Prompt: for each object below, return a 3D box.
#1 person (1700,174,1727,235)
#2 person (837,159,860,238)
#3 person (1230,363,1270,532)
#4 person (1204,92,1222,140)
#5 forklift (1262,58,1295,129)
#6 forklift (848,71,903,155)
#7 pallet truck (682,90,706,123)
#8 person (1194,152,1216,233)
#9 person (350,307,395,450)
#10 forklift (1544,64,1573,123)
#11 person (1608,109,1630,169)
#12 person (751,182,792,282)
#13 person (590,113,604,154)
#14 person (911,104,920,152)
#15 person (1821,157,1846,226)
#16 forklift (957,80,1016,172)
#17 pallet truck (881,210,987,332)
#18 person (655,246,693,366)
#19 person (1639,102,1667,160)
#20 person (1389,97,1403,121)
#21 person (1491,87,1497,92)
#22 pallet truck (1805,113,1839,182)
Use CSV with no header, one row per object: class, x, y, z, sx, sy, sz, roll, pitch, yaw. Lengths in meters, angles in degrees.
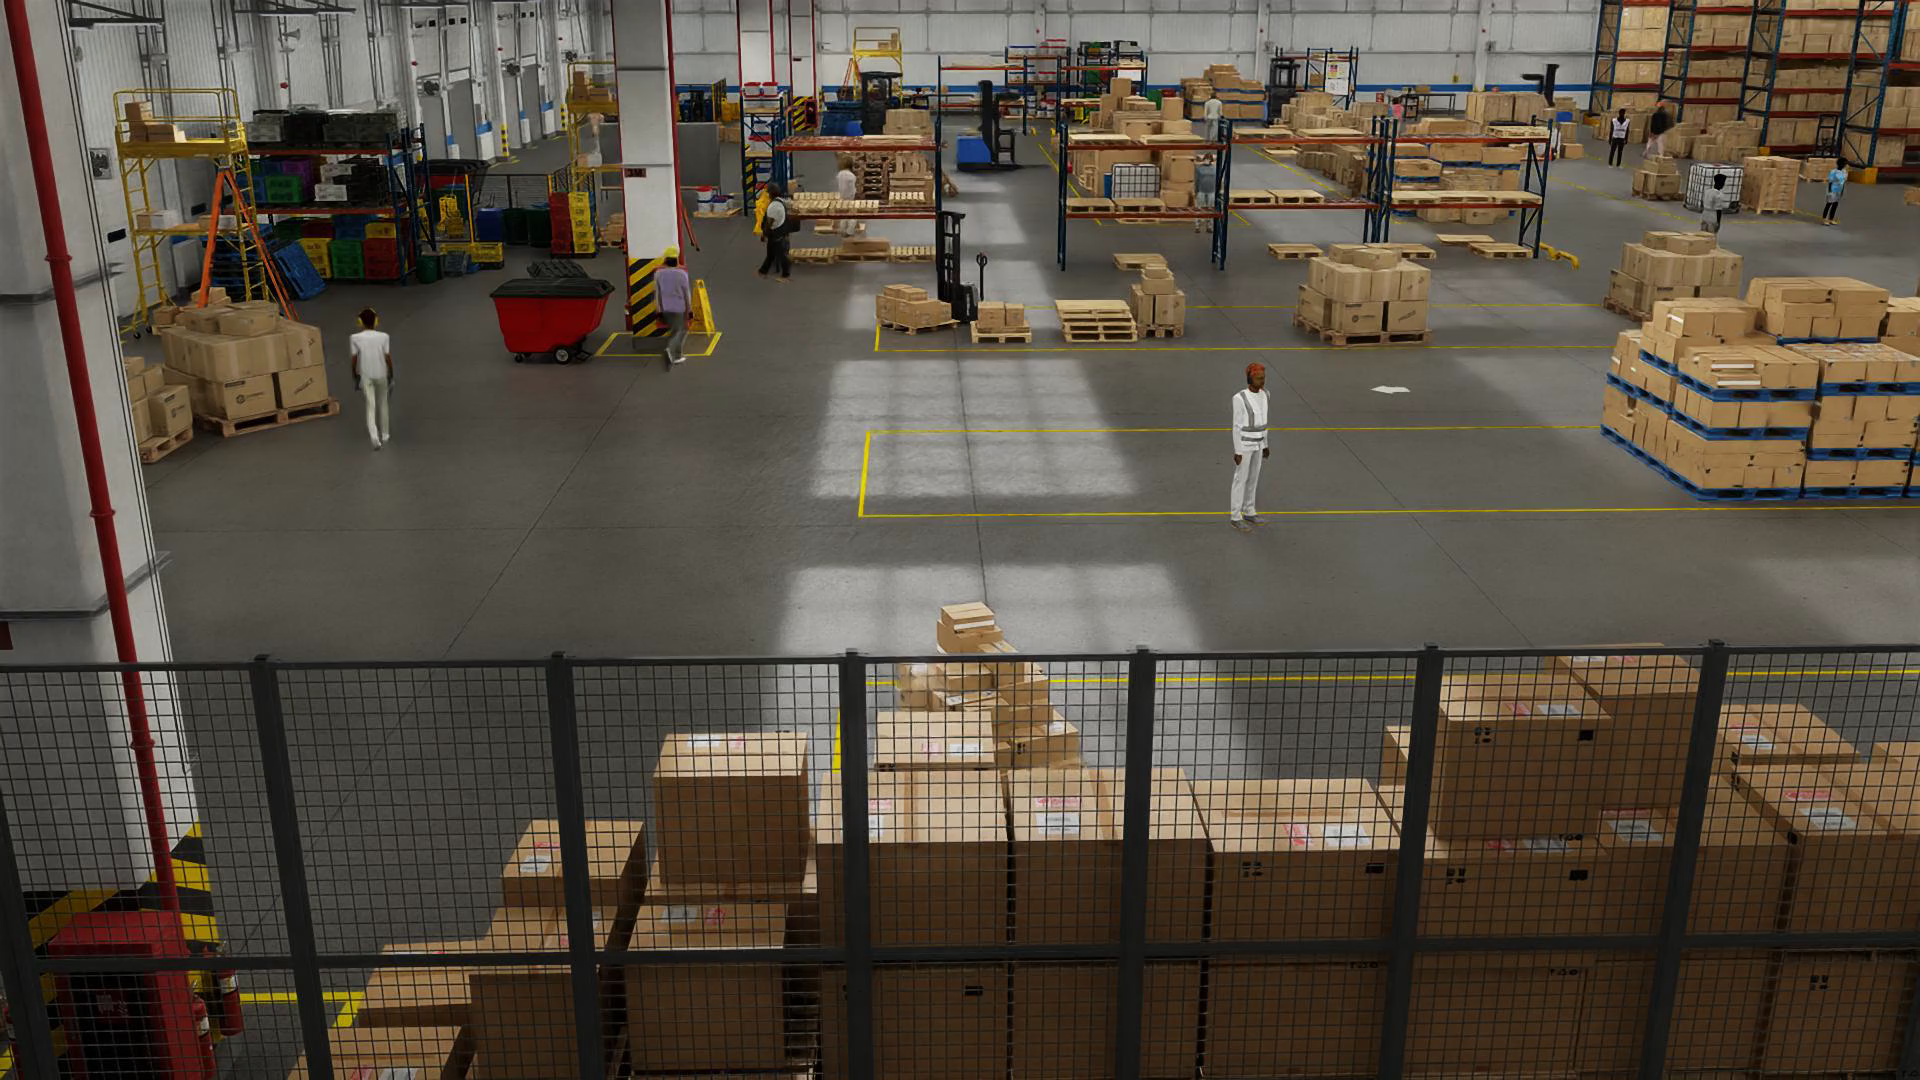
person,16.136,-6.871,35.690,0.377,1.956,0.606,-4,19,-10
person,-2.616,-7.930,38.881,0.478,1.923,0.647,-17,25,-41
person,3.235,-1.037,18.487,0.576,1.882,0.355,-18,25,-42
person,9.415,-15.706,61.987,0.639,1.890,0.990,1,19,4
forklift,13.157,-18.329,68.246,1.129,2.768,1.873,-1,19,-1
forklift,-3.026,-14.993,58.349,1.129,2.768,1.873,-14,23,-37
pallet truck,-9.671,-15.907,62.421,0.823,1.965,1.885,5,19,15
person,5.957,-8.394,40.232,0.627,1.934,0.370,0,19,-1
person,-7.686,-2.123,21.780,0.524,1.845,0.875,-5,19,-15
forklift,22.520,-16.761,63.594,1.873,2.768,1.129,6,20,18
person,21.415,-13.056,54.098,0.590,1.912,0.382,2,19,6
person,-3.851,-6.258,33.730,0.940,2.000,0.694,1,19,4
person,-12.327,-13.878,56.552,0.583,1.911,0.573,12,22,31
person,-1.680,-14.690,59.298,0.815,1.661,0.546,16,25,40
person,21.844,-8.700,41.517,0.531,1.688,0.323,-8,20,-22
forklift,0.848,-13.256,53.197,1.873,2.768,1.129,-1,19,-2
pallet truck,-0.493,-4.759,29.349,1.885,1.965,0.823,-13,23,-34
person,-4.546,-3.683,26.294,0.606,1.910,0.669,8,20,21
person,23.597,-13.844,56.389,0.659,1.936,1.027,-5,19,-13
person,15.733,-15.108,60.306,0.645,1.840,0.429,-7,20,-21
person,20.824,-16.724,65.007,0.568,1.886,0.977,11,21,29
pallet truck,26.403,-11.957,50.702,0.823,1.965,1.885,6,19,16
